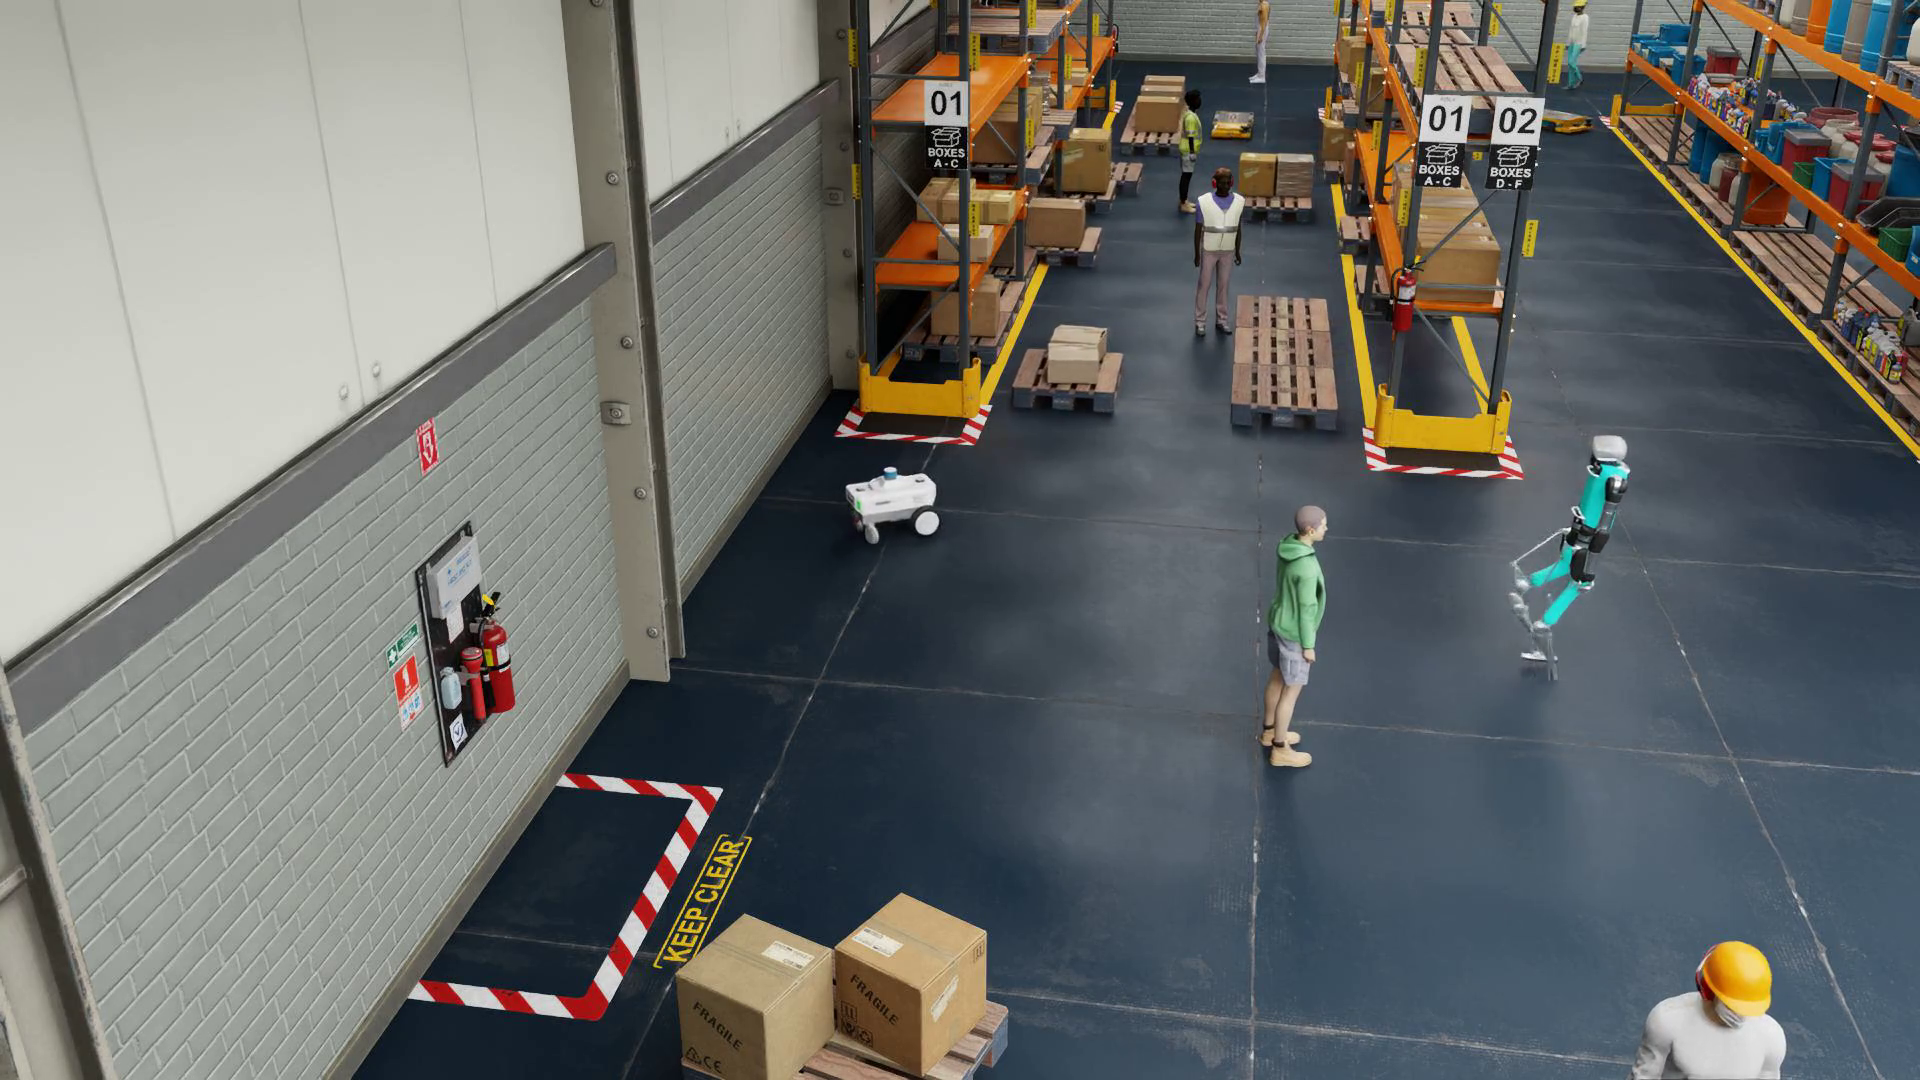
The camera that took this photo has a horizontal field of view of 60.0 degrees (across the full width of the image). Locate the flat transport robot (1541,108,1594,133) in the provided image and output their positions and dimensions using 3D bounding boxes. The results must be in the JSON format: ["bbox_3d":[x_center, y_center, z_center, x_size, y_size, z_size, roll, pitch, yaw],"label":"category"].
[{"bbox_3d":[10.285,-7.345,29.079,0.659,0.231,1.431,-16,30,-31],"label":"flat transport robot"}]

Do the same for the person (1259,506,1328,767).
[{"bbox_3d":[2.069,0.589,10.368,0.318,1.736,0.478,-3,25,-7],"label":"person"}]

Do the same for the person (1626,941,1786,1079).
[{"bbox_3d":[2.843,2.327,6.469,0.569,1.889,0.388,6,26,12],"label":"person"}]

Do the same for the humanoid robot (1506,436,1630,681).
[{"bbox_3d":[4.053,0.169,11.358,0.746,1.870,0.537,3,25,6],"label":"humanoid robot"}]

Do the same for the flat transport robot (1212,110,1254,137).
[{"bbox_3d":[4.719,-7.182,28.730,0.659,0.231,1.431,5,25,10],"label":"flat transport robot"}]

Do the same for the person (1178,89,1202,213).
[{"bbox_3d":[3.235,-5.465,23.366,0.318,1.696,0.534,1,25,3],"label":"person"}]

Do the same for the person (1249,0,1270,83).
[{"bbox_3d":[5.906,-10.014,32.907,0.386,1.861,0.524,3,25,7],"label":"person"}]

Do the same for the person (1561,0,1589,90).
[{"bbox_3d":[11.838,-9.546,32.029,0.383,1.750,0.554,-4,25,-10],"label":"person"}]

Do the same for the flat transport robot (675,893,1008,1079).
[{"bbox_3d":[-0.503,2.562,7.875,0.659,0.231,1.431,12,28,24],"label":"flat transport robot"}]

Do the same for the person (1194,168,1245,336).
[{"bbox_3d":[2.828,-3.173,18.286,0.565,1.846,0.390,-7,26,-14],"label":"person"}]

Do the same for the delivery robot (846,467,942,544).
[{"bbox_3d":[-0.551,-0.317,13.678,0.748,0.577,0.499,-9,27,-19],"label":"delivery robot"}]
